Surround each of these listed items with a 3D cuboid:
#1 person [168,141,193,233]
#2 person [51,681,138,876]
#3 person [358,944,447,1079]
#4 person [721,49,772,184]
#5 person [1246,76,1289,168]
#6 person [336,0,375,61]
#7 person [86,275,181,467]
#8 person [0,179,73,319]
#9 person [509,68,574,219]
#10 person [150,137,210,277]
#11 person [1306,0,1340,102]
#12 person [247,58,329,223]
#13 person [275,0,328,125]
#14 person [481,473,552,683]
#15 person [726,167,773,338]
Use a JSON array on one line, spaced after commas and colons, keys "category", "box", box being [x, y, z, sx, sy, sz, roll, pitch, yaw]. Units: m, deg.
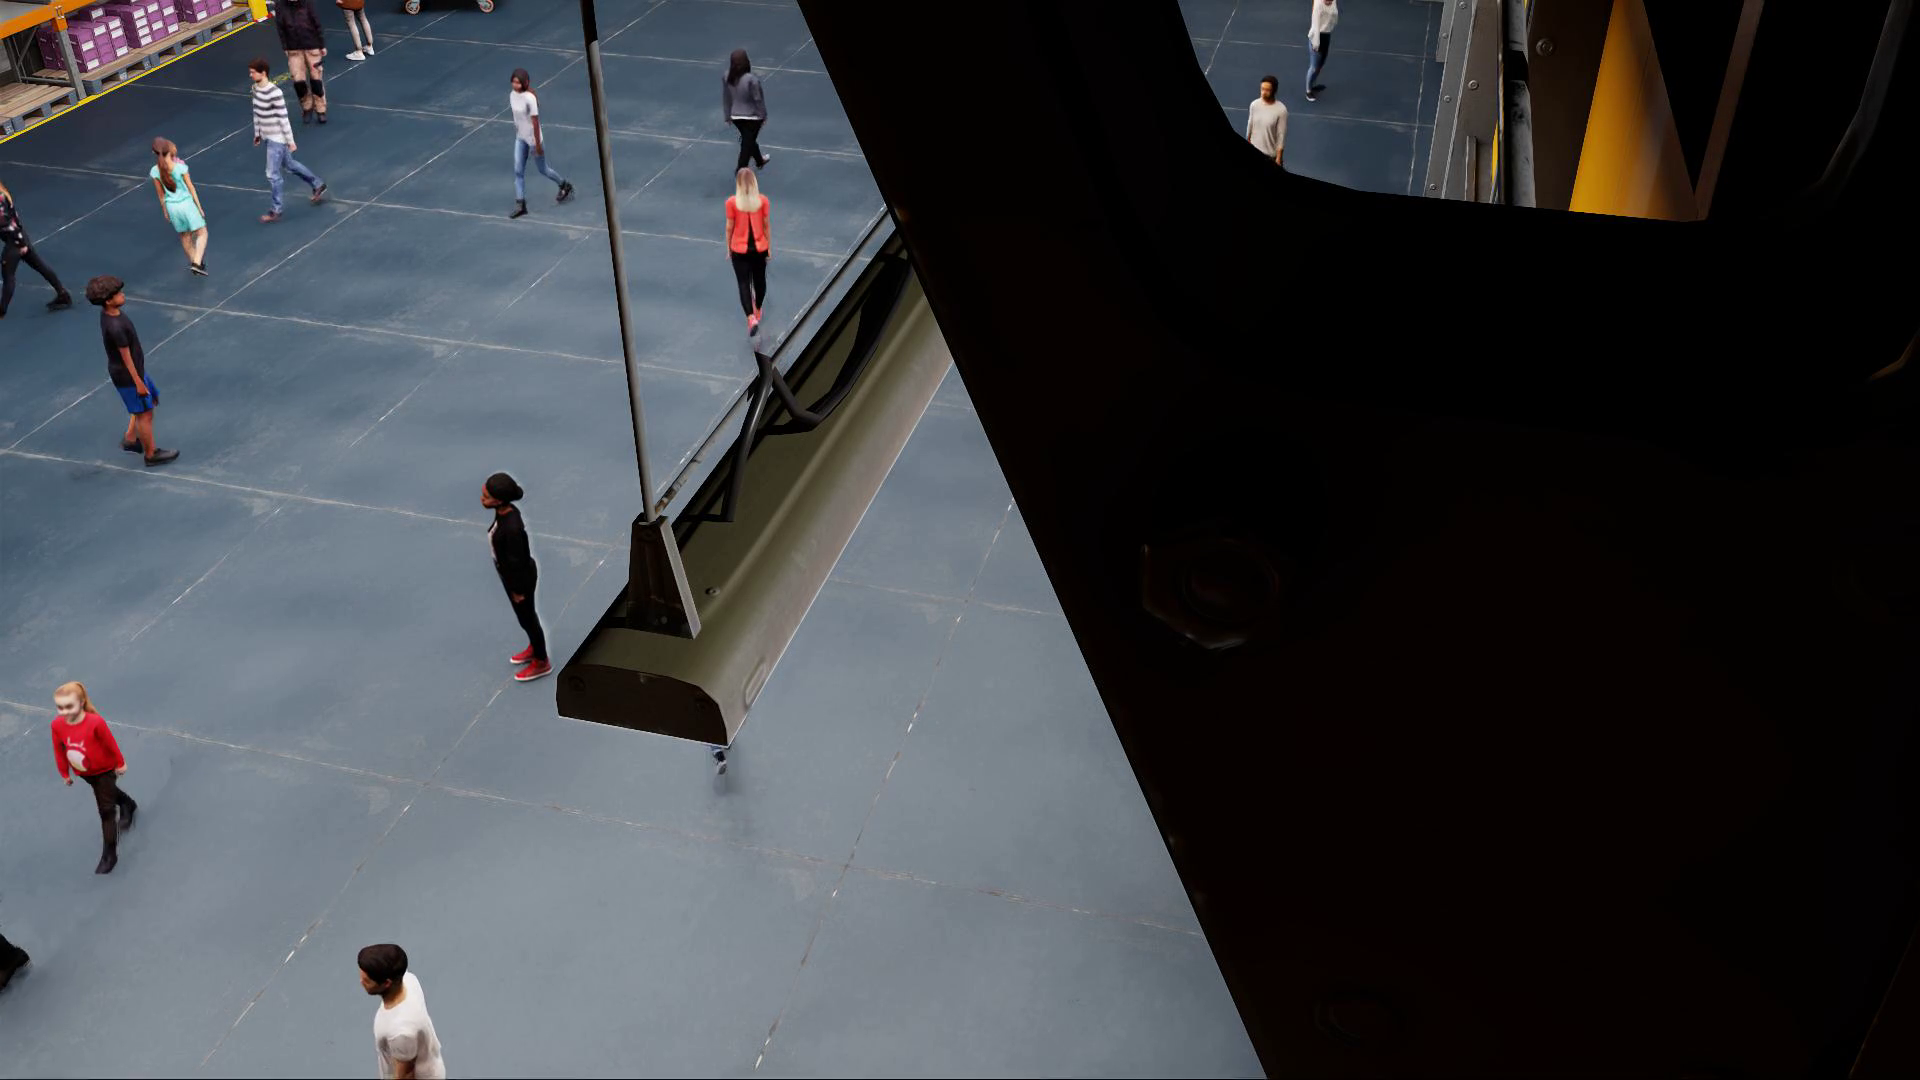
[{"category": "person", "box": [-8.845, -3.977, 18.834, 0.657, 0.996, 0.764, -11, 35, -17]}, {"category": "person", "box": [-5.445, 1.407, 10.503, 0.688, 1.251, 0.976, -1, 34, -2]}, {"category": "person", "box": [-2.618, 2.637, 8.252, 1.083, 1.695, 1.077, -14, 36, -20]}, {"category": "person", "box": [-2.597, -5.041, 19.926, 0.888, 1.559, 1.145, 20, 38, 27]}, {"category": "person", "box": [3.471, -4.354, 18.698, 0.930, 1.773, 1.255, 20, 39, 28]}, {"category": "person", "box": [-8.770, -7.863, 23.920, 0.797, 1.837, 0.661, 13, 36, 19]}, {"category": "person", "box": [-7.220, -1.422, 14.271, 0.858, 1.790, 0.798, -18, 38, -25]}, {"category": "person", "box": [-9.496, -3.052, 16.867, 1.105, 1.632, 1.052, -16, 37, -23]}, {"category": "person", "box": [-4.873, -4.590, 19.133, 0.885, 1.686, 1.198, 23, 40, 31]}, {"category": "person", "box": [-8.245, -3.499, 17.612, 0.740, 1.552, 0.875, -4, 34, -6]}, {"category": "person", "box": [4.841, -6.760, 22.418, 0.943, 1.662, 0.782, 19, 38, 26]}, {"category": "person", "box": [-7.771, -4.629, 19.076, 1.028, 1.813, 1.278, 28, 42, 35]}, {"category": "person", "box": [-8.539, -6.409, 21.664, 0.820, 1.913, 0.853, -12, 36, -18]}, {"category": "person", "box": [-3.150, 0.249, 11.861, 0.722, 1.676, 0.656, -16, 37, -23]}, {"category": "person", "box": [-2.070, -2.826, 16.494, 0.947, 1.669, 1.167, -8, 34, -12]}]
